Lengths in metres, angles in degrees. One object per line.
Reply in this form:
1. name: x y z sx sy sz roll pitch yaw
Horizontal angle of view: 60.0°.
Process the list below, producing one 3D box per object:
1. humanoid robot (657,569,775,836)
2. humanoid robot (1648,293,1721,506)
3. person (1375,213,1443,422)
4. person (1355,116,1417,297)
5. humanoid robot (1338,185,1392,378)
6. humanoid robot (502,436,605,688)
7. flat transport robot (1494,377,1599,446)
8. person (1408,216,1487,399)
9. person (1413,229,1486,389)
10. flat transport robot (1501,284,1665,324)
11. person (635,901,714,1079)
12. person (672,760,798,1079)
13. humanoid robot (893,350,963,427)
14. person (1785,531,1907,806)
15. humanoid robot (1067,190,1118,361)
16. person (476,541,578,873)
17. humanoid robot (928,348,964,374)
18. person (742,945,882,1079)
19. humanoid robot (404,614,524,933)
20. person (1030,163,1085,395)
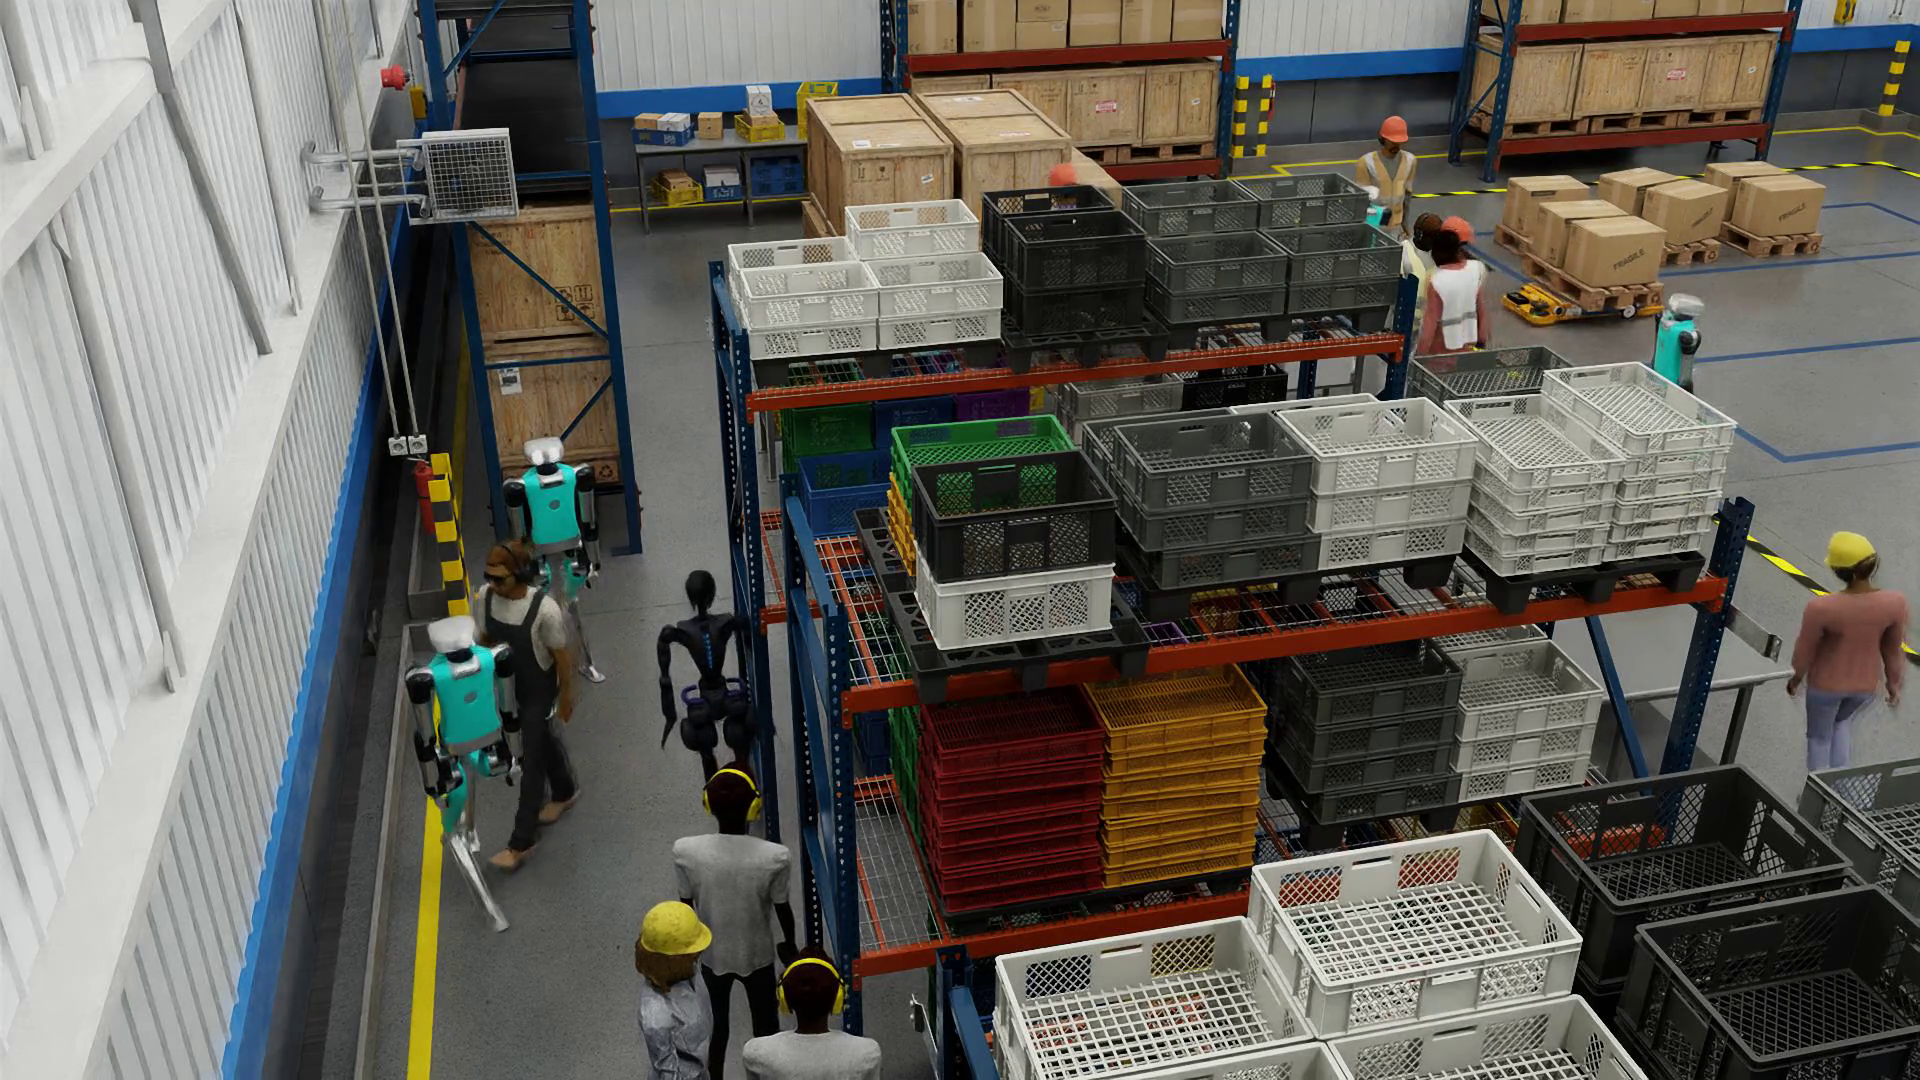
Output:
1. humanoid robot: -1.278 0.945 8.799 0.613 1.629 0.749 -8 29 -15
2. humanoid robot: 5.402 -1.008 12.239 0.735 1.677 0.533 -2 28 -3
3. person: 3.775 -1.827 13.838 0.623 1.837 0.429 -9 29 -16
4. person: 4.042 -3.036 15.909 0.613 2.039 0.389 -7 29 -12
5. humanoid robot: 3.448 -2.401 15.081 0.544 1.779 1.013 -8 29 -15
6. humanoid robot: -2.516 0.106 10.217 0.535 1.748 0.725 -13 31 -24
7. flat transport robot: 4.780 -1.036 14.013 0.659 0.231 1.431 -6 28 -12
8. person: 3.894 -1.697 13.493 0.562 1.917 0.572 -6 28 -11
9. person: 3.985 -1.586 13.340 0.782 1.878 0.394 -18 33 -31
10. flat transport robot: 6.215 -2.405 16.579 1.431 0.197 0.652 -6 28 -12
11. person: -1.058 2.105 6.469 0.295 1.743 0.486 0 28 1
12. person: -0.932 1.753 7.020 0.509 1.860 0.339 1 28 3
13. humanoid robot: -0.314 -1.102 12.615 1.022 1.783 0.530 -2 28 -3
14. person: 4.773 0.754 9.045 0.578 1.726 0.438 1 28 2
15. humanoid robot: 1.255 -2.370 15.042 0.459 1.645 0.615 -10 29 -18
16. person: -2.366 0.850 8.781 0.530 1.810 0.819 15 31 26
17. humanoid robot: 0.127 -0.662 11.739 1.032 1.737 0.551 -10 29 -18
18. person: -0.522 2.254 6.069 0.498 1.861 0.332 -2 28 -4
19. humanoid robot: -2.577 1.063 8.531 0.530 1.779 1.050 -18 32 -30
20. person: 0.902 -2.242 14.424 0.650 2.033 0.423 -6 28 -11
